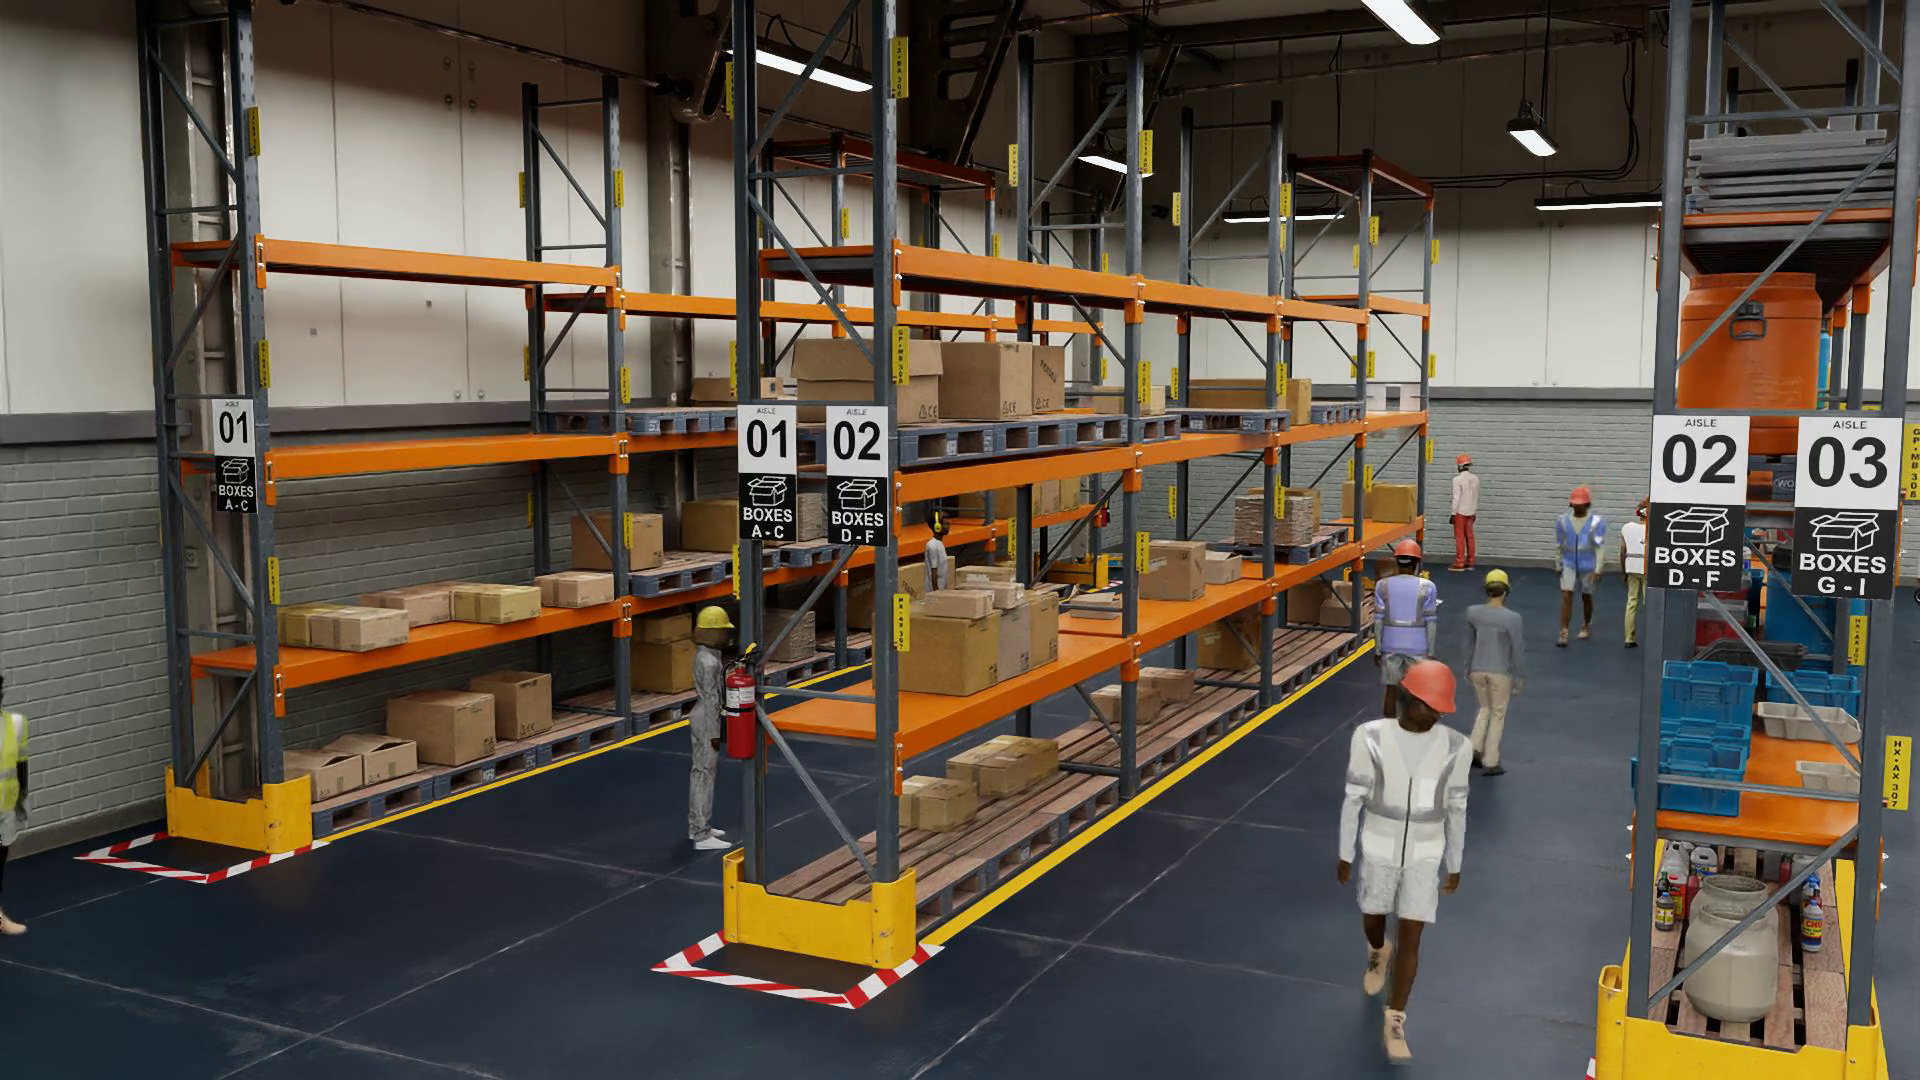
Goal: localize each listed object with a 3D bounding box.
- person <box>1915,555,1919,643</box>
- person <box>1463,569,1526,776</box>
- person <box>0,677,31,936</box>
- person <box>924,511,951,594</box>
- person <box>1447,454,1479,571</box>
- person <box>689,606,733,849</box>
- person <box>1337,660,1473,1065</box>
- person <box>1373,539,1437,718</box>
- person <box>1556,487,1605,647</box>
[{"bbox_3d":[12.061,0.443,20.559,0.357,1.759,0.523,-1,6,-10],"label":"person"},{"bbox_3d":[4.511,1.118,14.017,0.382,1.739,0.563,-5,8,-40],"label":"person"},{"bbox_3d":[-5.738,1.584,9.840,0.471,1.674,0.536,2,6,22],"label":"person"},{"bbox_3d":[-0.230,0.612,18.334,0.326,1.876,0.520,0,6,1],"label":"person"},{"bbox_3d":[8.534,-0.465,28.226,0.625,1.992,0.388,-4,7,-34],"label":"person"},{"bbox_3d":[-1.788,1.335,11.957,0.306,1.742,0.486,-2,6,-15],"label":"person"},{"bbox_3d":[2.280,1.567,8.553,0.645,1.988,0.948,1,6,13],"label":"person"},{"bbox_3d":[3.945,0.956,14.744,0.545,1.927,0.387,3,6,25],"label":"person"},{"bbox_3d":[7.738,0.316,20.759,0.608,1.983,1.068,4,7,31],"label":"person"}]
